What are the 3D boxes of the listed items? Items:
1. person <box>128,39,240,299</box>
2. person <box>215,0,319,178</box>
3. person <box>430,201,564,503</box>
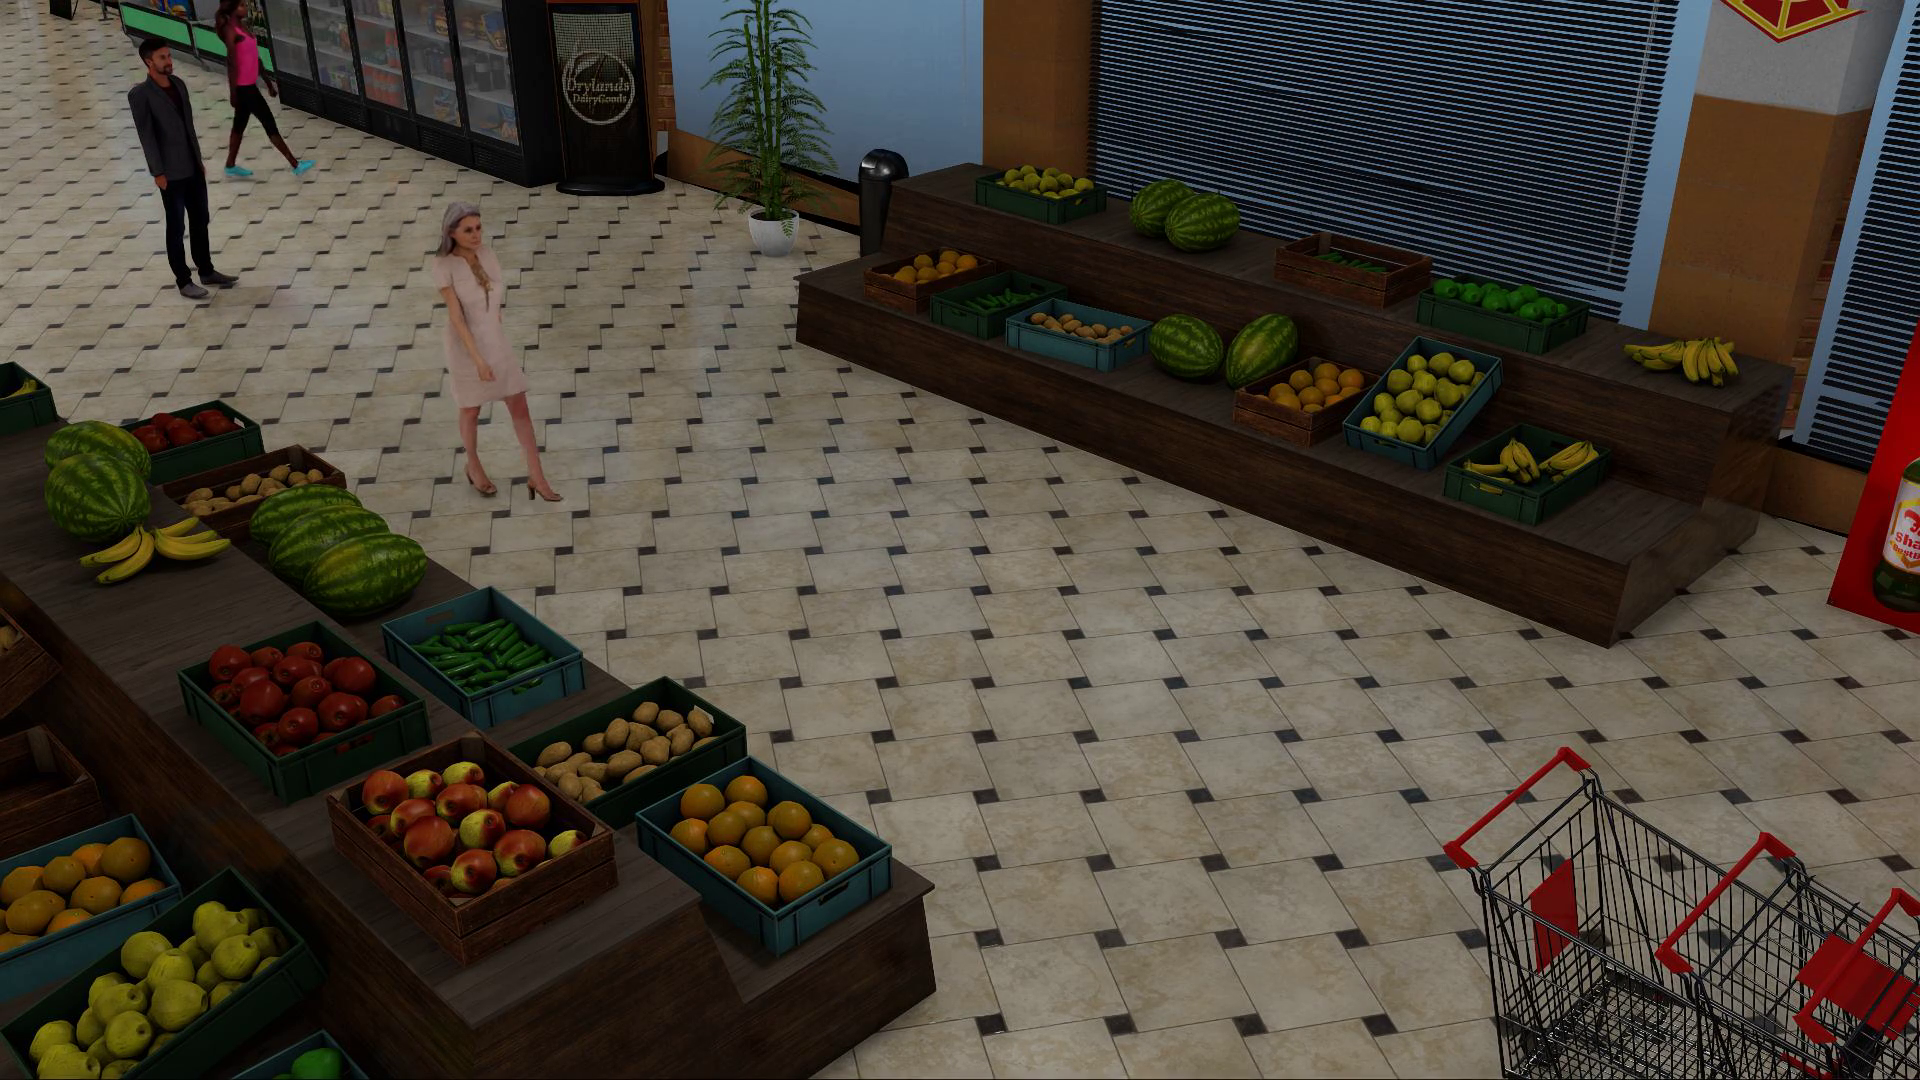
[{"bbox_3d":[-5.794,-2.761,12.317,0.779,1.874,0.778,7,28,14],"label":"person"},{"bbox_3d":[-6.610,-4.099,15.183,1.115,1.666,1.093,-1,27,-2],"label":"person"},{"bbox_3d":[-2.689,-1.003,9.032,0.971,1.708,0.683,17,32,30],"label":"person"}]
